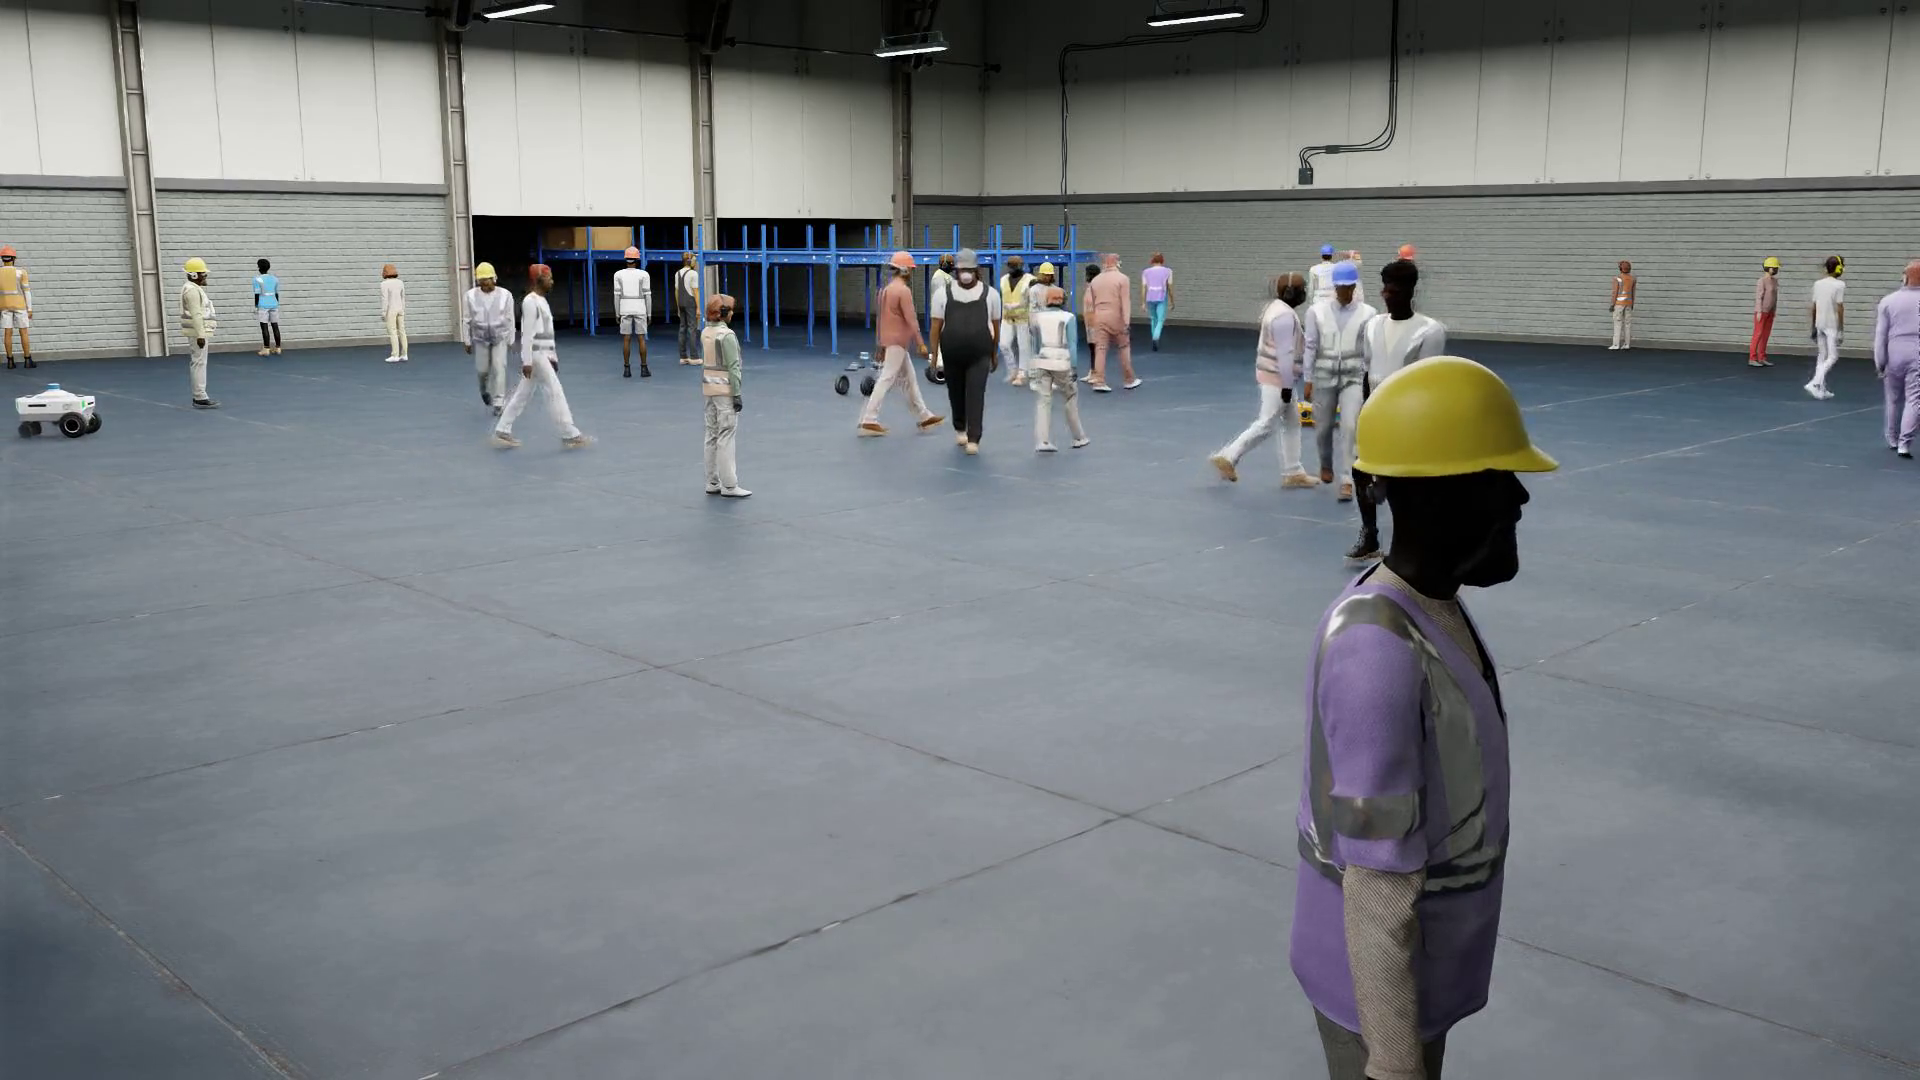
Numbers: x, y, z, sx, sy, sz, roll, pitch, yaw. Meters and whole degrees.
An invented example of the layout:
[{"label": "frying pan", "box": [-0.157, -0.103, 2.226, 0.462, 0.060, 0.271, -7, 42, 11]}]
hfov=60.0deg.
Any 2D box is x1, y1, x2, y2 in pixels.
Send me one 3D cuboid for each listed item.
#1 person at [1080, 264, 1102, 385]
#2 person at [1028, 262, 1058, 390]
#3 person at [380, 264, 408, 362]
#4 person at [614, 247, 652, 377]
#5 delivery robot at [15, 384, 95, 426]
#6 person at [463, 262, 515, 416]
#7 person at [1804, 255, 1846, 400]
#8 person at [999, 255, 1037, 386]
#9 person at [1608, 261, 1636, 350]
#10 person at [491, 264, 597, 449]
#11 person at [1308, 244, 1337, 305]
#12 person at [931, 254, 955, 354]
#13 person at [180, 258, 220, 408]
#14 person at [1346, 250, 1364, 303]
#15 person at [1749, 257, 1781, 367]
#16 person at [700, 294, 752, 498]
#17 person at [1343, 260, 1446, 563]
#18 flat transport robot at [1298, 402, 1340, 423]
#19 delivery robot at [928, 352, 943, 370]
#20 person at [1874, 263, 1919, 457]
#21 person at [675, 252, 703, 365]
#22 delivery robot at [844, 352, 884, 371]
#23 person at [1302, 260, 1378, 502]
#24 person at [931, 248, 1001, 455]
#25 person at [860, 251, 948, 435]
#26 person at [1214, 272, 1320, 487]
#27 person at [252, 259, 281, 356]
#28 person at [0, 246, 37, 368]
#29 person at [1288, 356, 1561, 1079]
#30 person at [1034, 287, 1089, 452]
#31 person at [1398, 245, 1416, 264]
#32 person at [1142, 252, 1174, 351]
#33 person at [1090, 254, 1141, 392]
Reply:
[{"label": "person", "box": [1.917, -3.074, 23.721, 0.322, 1.699, 0.536, -3, 11, -14]}, {"label": "person", "box": [1.173, -2.943, 22.891, 0.492, 1.740, 0.324, -6, 12, -32]}, {"label": "person", "box": [-9.533, -3.820, 27.971, 0.287, 1.631, 0.501, 5, 11, 25]}, {"label": "person", "box": [-4.909, -3.429, 25.005, 0.553, 1.935, 0.361, -1, 10, -3]}, {"label": "delivery robot", "box": [-9.611, -1.417, 17.670, 0.707, 0.478, 0.477, -2, 11, -8]}, {"label": "person", "box": [-5.602, -2.408, 19.834, 0.596, 1.807, 0.653, -2, 11, -11]}, {"label": "person", "box": [11.248, -2.759, 21.619, 0.523, 1.884, 0.568, -3, 11, -16]}, {"label": "person", "box": [0.803, -3.089, 23.445, 0.651, 1.826, 0.485, 6, 12, 28]}, {"label": "person", "box": [12.241, -4.330, 30.735, 0.523, 1.639, 0.306, -4, 11, -19]}, {"label": "person", "box": [-4.221, -1.828, 16.588, 1.038, 1.833, 0.588, -1, 10, -7]}, {"label": "person", "box": [6.305, -4.103, 28.651, 0.605, 1.950, 0.380, 3, 11, 14]}, {"label": "person", "box": [-0.219, -3.403, 25.167, 0.430, 1.836, 0.619, 2, 11, 13]}, {"label": "person", "box": [-9.396, -2.561, 20.559, 0.404, 1.830, 0.599, -5, 12, -28]}, {"label": "person", "box": [5.965, -3.402, 24.996, 0.778, 1.881, 0.680, 5, 11, 25]}, {"label": "person", "box": [13.051, -3.686, 26.905, 0.517, 1.757, 0.336, -8, 13, -36]}, {"label": "person", "box": [-1.931, -1.171, 13.506, 0.307, 1.641, 0.513, -8, 13, -36]}, {"label": "person", "box": [2.716, -0.785, 10.545, 0.660, 1.946, 0.629, -9, 14, -40]}, {"label": "flat transport robot", "box": [4.322, -1.434, 18.794, 1.431, 0.197, 0.652, 2, 10, 8]}, {"label": "delivery robot", "box": [-0.099, -2.584, 24.035, 0.707, 0.478, 0.477, -2, 11, -11]}, {"label": "person", "box": [9.213, -1.746, 16.108, 0.630, 1.844, 1.020, 7, 13, 34]}, {"label": "person", "box": [-4.456, -3.806, 27.325, 0.506, 1.842, 0.350, 8, 13, 38]}, {"label": "delivery robot", "box": [-1.286, -2.405, 22.350, 0.335, 0.223, 0.698, 6, 12, 31]}, {"label": "person", "box": [3.090, -1.315, 13.534, 0.606, 1.919, 0.796, 3, 11, 14]}, {"label": "person", "box": [0.061, -1.896, 16.484, 0.684, 2.000, 1.013, 1, 10, 5]}, {"label": "person", "box": [-0.624, -2.094, 17.744, 1.045, 1.938, 0.631, -3, 11, -17]}, {"label": "person", "box": [2.610, -1.350, 14.031, 0.843, 1.813, 0.636, 2, 11, 9]}, {"label": "person", "box": [-12.251, -4.110, 29.379, 0.315, 1.696, 0.541, 5, 12, 27]}, {"label": "person", "box": [-15.150, -3.725, 26.624, 0.544, 1.937, 0.358, -3, 11, -15]}, {"label": "person", "box": [0.712, 0.676, 2.644, 0.362, 1.930, 0.587, 4, 11, 19]}, {"label": "person", "box": [0.995, -1.675, 16.339, 0.576, 1.595, 0.772, 8, 13, 36]}, {"label": "person", "box": [7.304, -3.916, 27.652, 0.504, 1.947, 0.745, 1, 10, 4]}, {"label": "person", "box": [3.634, -4.414, 30.722, 0.571, 1.813, 0.869, 5, 11, 24]}, {"label": "person", "box": [2.131, -2.957, 22.662, 0.689, 1.851, 0.945, 9, 13, 39]}]
